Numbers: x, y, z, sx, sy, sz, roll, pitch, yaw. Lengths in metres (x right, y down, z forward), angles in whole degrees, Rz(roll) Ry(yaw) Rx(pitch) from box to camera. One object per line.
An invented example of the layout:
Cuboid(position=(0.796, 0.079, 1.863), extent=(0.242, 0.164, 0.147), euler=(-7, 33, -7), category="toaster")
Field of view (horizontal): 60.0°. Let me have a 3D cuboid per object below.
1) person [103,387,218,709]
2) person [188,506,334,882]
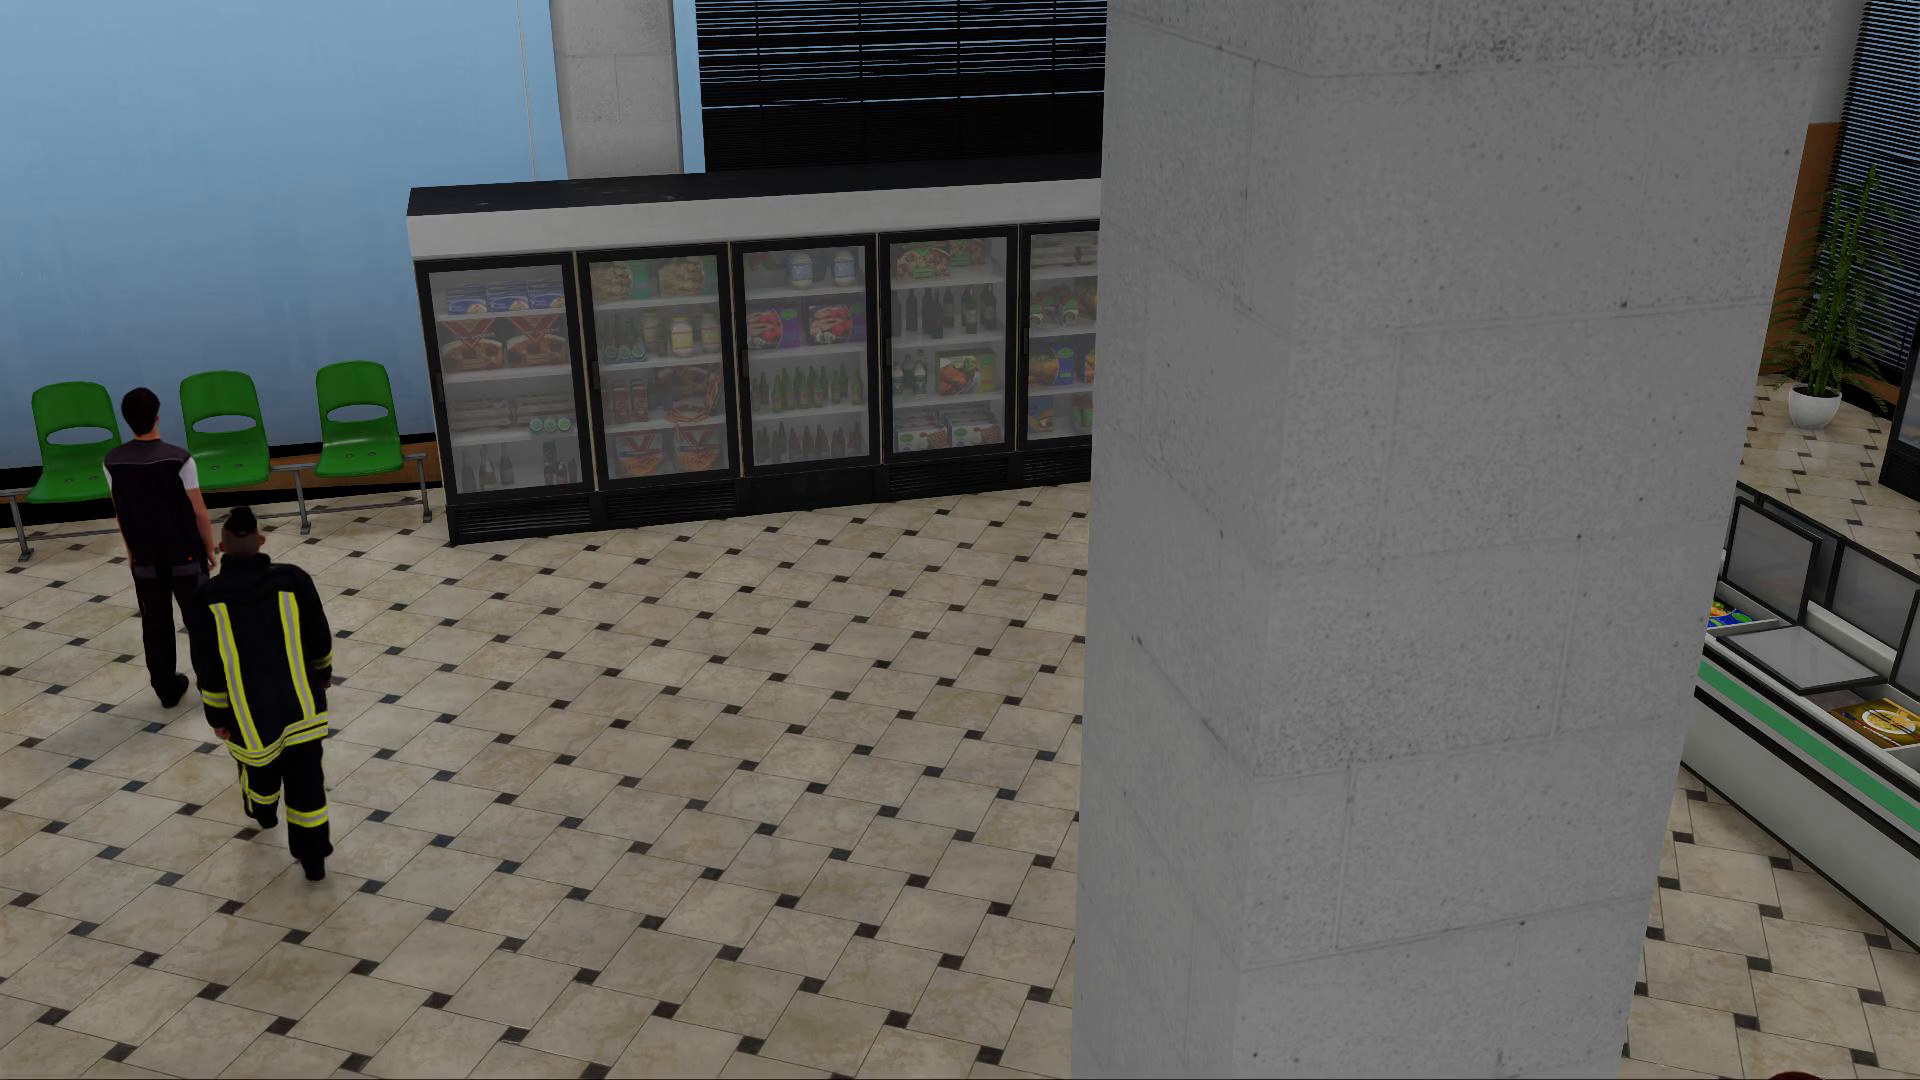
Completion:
Cuboid(position=(-4.376, 0.061, 9.160), extent=(0.654, 1.847, 0.599), euler=(-3, 24, -8), category="person")
Cuboid(position=(-3.148, 0.744, 7.623), extent=(0.949, 1.828, 1.177), euler=(-14, 27, -28), category="person")
